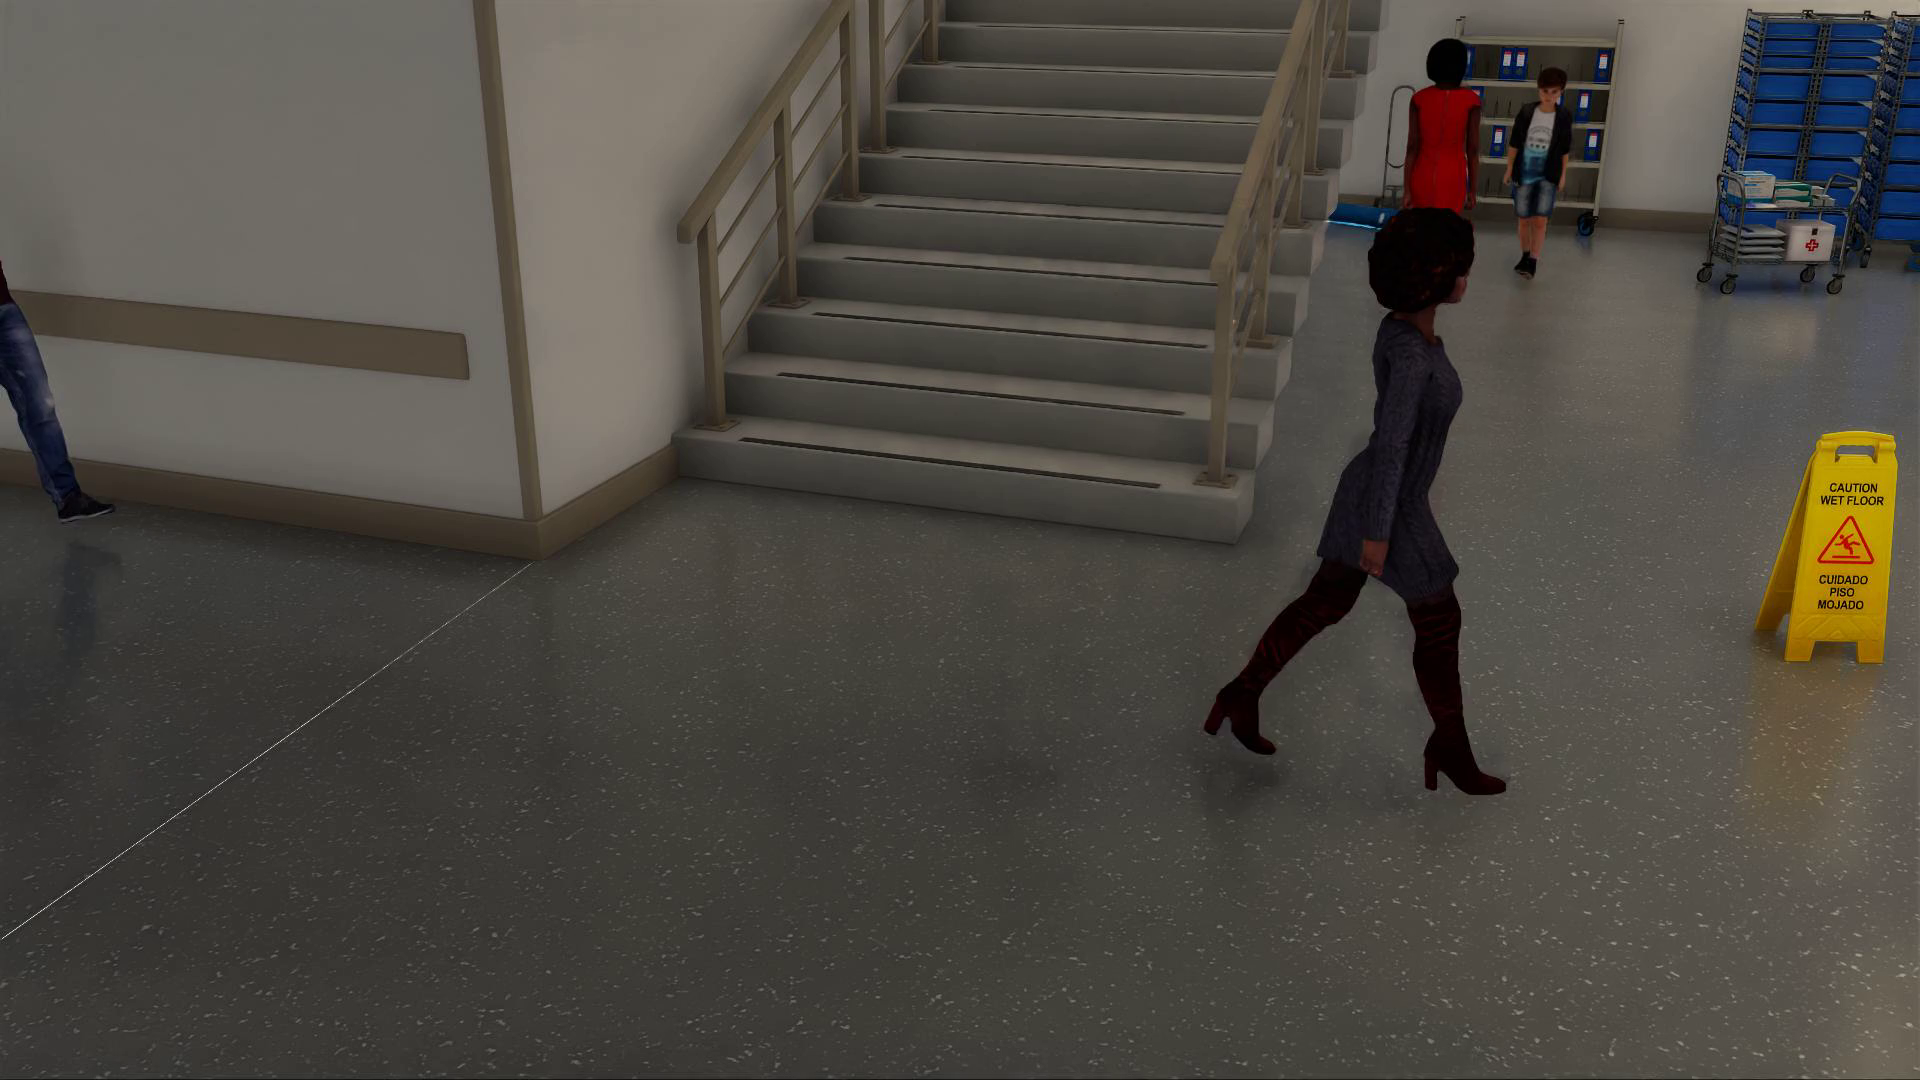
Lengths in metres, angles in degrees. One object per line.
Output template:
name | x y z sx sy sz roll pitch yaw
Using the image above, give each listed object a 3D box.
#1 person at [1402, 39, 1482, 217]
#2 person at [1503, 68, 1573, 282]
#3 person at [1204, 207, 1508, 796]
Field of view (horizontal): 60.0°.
person | 2.828 -2.035 9.837 0.575 1.706 1.084 7 22 19
person | 4.029 -2.540 11.576 0.644 1.417 0.909 13 24 30
person | 1.102 -0.062 4.675 0.805 1.671 1.083 3 21 8
